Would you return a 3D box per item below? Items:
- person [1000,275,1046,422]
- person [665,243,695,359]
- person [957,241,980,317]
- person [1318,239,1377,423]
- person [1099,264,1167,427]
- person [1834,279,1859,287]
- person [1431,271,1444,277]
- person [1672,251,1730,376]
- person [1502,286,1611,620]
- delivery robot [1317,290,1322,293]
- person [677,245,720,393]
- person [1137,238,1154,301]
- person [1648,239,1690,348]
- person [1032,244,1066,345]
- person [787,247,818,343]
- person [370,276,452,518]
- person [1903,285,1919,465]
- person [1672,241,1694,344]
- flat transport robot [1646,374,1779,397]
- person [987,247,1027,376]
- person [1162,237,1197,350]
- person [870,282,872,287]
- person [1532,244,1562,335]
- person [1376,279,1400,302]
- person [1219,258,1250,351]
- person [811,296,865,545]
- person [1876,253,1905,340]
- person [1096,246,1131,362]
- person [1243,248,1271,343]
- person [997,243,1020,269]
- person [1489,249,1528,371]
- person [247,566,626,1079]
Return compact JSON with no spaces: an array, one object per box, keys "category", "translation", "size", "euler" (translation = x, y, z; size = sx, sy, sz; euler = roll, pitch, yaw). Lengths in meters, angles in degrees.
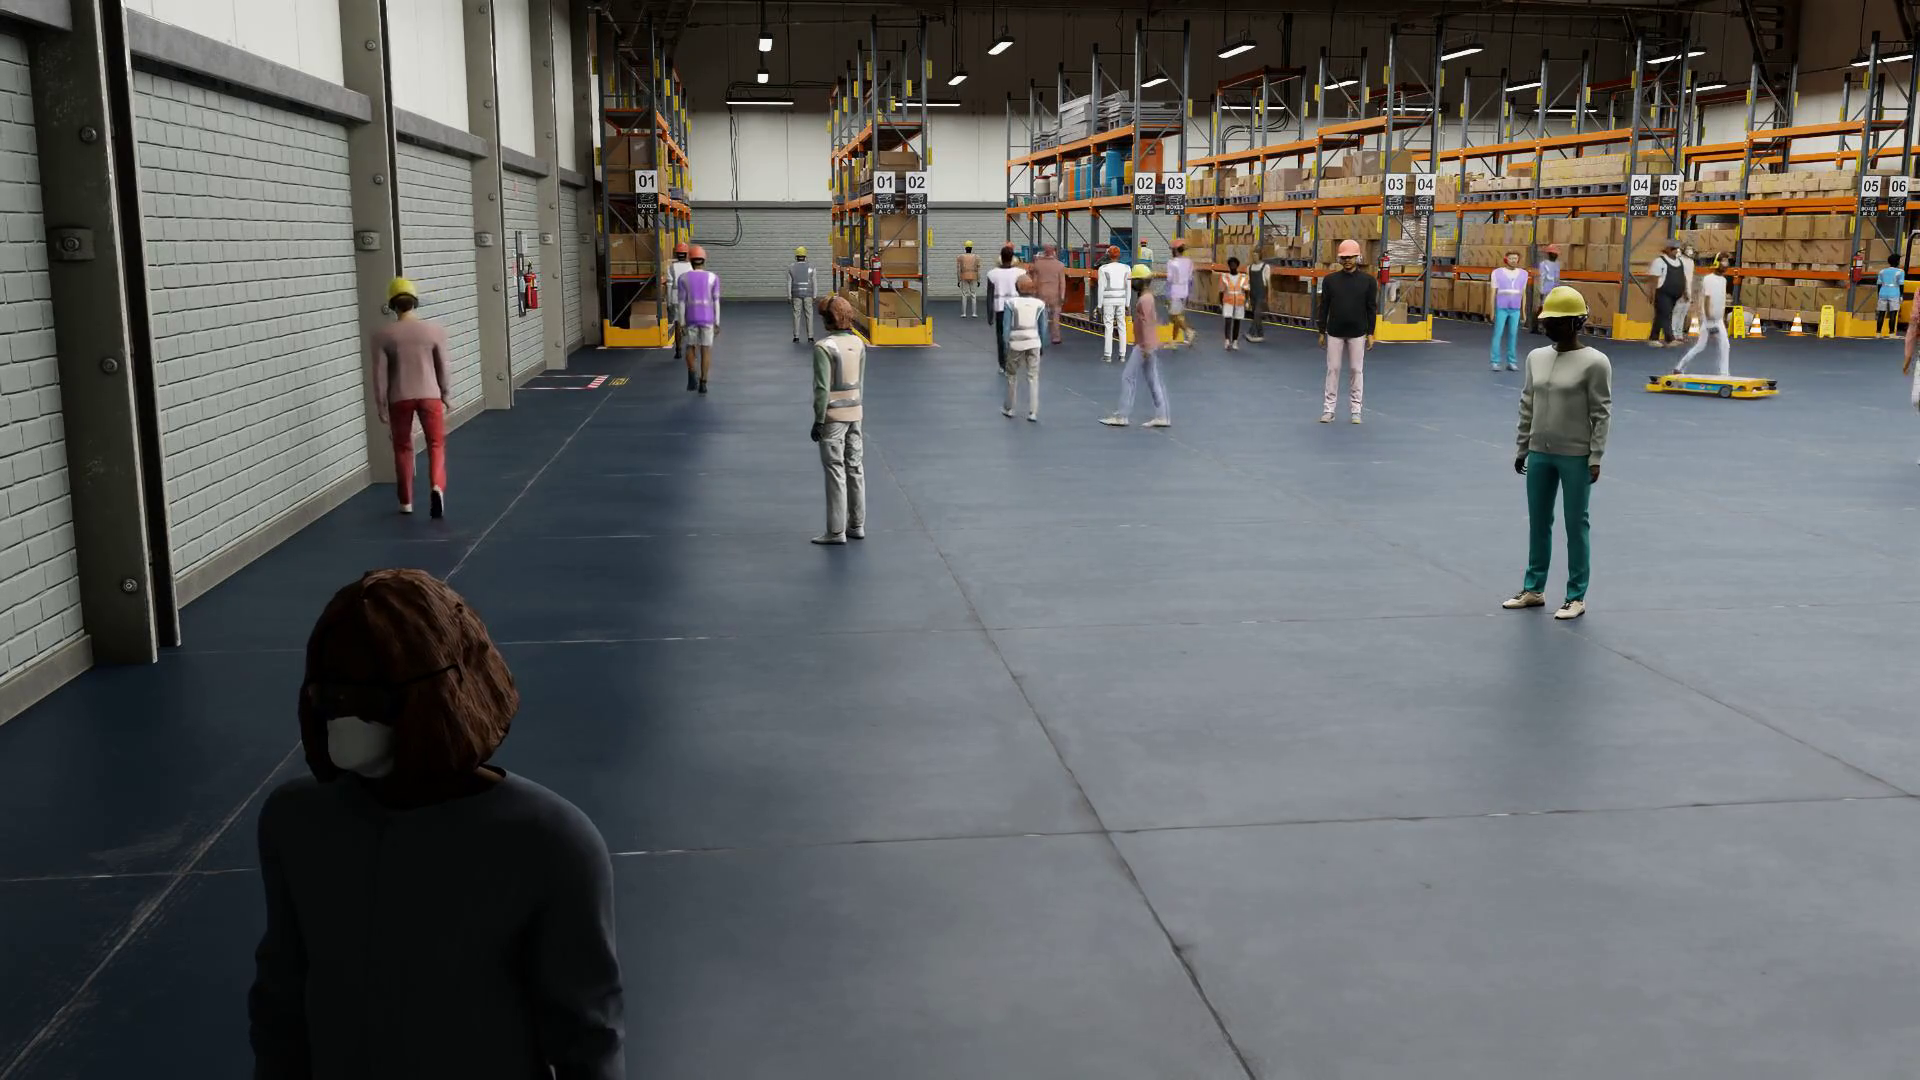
[{"category":"person","translation":[0.686,-2.132,18.491],"size":[0.540,1.601,0.805],"euler":[-3,11,-16]},{"category":"person","translation":[-4.614,-3.969,27.700],"size":[0.553,1.932,0.651],"euler":[-2,11,-11]},{"category":"person","translation":[0.220,-6.576,41.954],"size":[0.590,1.927,0.367],"euler":[-1,10,-3]},{"category":"person","translation":[4.212,-2.265,18.136],"size":[0.622,1.994,0.381],"euler":[4,11,19]},{"category":"person","translation":[1.850,-2.054,17.701],"size":[0.820,1.731,0.541],"euler":[2,11,12]},{"category":"person","translation":[19.688,-5.683,36.983],"size":[0.626,1.947,0.424],"euler":[-1,10,-5]},{"category":"person","translation":[14.067,-7.914,49.378],"size":[0.658,1.897,0.900],"euler":[1,10,7]},{"category":"person","translation":[10.206,-3.009,22.660],"size":[0.516,1.836,0.920],"euler":[-6,12,-29]},{"category":"person","translation":[3.186,-0.460,8.872],"size":[0.326,1.767,0.533],"euler":[-7,13,-34]},{"category":"delivery robot","translation":[10.838,-7.281,49.327],"size":[0.707,0.478,0.477],"euler":[-2,10,-12]},{"category":"person","translation":[-3.398,-2.872,21.690],"size":[0.553,1.919,0.482],"euler":[-2,11,-11]},{"category":"person","translation":[5.781,-8.500,52.314],"size":[0.611,1.995,0.376],"euler":[1,10,6]},{"category":"person","translation":[13.034,-4.531,30.432],"size":[0.700,2.000,1.012],"euler":[-5,12,-26]},{"category":"person","translation":[1.676,-4.604,31.271],"size":[0.662,1.883,0.765],"euler":[4,11,19]},{"category":"person","translation":[-3.036,-4.710,31.983],"size":[0.590,1.833,0.404],"euler":[-2,10,-8]},{"category":"person","translation":[-3.937,-1.017,11.964],"size":[0.553,1.745,0.706],"euler":[-4,11,-21]},{"category":"person","translation":[8.827,-1.666,14.900],"size":[0.743,1.978,0.627],"euler":[-8,13,-39]},{"category":"person","translation":[13.631,-4.655,31.390],"size":[0.636,1.939,0.364],"euler":[-8,13,-39]},{"category":"flat transport robot","translation":[9.669,-1.995,21.380],"size":[0.652,0.197,1.431],"euler":[-9,14,-40]},{"category":"person","translation":[0.711,-3.386,24.646],"size":[0.598,1.867,0.967],"euler":[1,10,6]},{"category":"person","translation":[3.944,-4.368,29.610],"size":[0.607,2.019,0.773],"euler":[-8,13,-39]},{"category":"person","translation":[-2.562,-7.779,48.232],"size":[0.607,2.044,0.376],"euler":[-7,12,-33]},{"category":"person","translation":[12.147,-5.148,34.270],"size":[0.558,1.886,1.020],"euler":[-3,11,-16]},{"category":"person","translation":[9.751,-5.811,37.947],"size":[0.579,1.868,0.621],"euler":[-1,10,-8]},{"category":"person","translation":[4.895,-4.193,29.653],"size":[0.546,1.638,0.902],"euler":[1,10,3]},{"category":"person","translation":[-0.805,-0.787,11.007],"size":[0.307,1.639,0.524],"euler":[6,12,30]},{"category":"person","translation":[18.400,-4.810,32.898],"size":[0.320,1.698,0.537],"euler":[-6,12,-30]},{"category":"person","translation":[2.500,-3.832,27.034],"size":[0.573,1.883,0.355],"euler":[-3,11,-15]},{"category":"person","translation":[5.623,-4.667,31.855],"size":[0.519,1.792,0.964],"euler":[10,14,43]},{"category":"person","translation":[1.140,-6.084,39.412],"size":[0.555,1.869,1.041],"euler":[0,10,-2]},{"category":"person","translation":[8.283,-3.475,25.187],"size":[0.570,1.840,0.372],"euler":[-1,10,-5]},{"category":"person","translation":[-0.668,0.837,2.123],"size":[0.507,1.633,0.278],"euler":[3,11,14]}]
